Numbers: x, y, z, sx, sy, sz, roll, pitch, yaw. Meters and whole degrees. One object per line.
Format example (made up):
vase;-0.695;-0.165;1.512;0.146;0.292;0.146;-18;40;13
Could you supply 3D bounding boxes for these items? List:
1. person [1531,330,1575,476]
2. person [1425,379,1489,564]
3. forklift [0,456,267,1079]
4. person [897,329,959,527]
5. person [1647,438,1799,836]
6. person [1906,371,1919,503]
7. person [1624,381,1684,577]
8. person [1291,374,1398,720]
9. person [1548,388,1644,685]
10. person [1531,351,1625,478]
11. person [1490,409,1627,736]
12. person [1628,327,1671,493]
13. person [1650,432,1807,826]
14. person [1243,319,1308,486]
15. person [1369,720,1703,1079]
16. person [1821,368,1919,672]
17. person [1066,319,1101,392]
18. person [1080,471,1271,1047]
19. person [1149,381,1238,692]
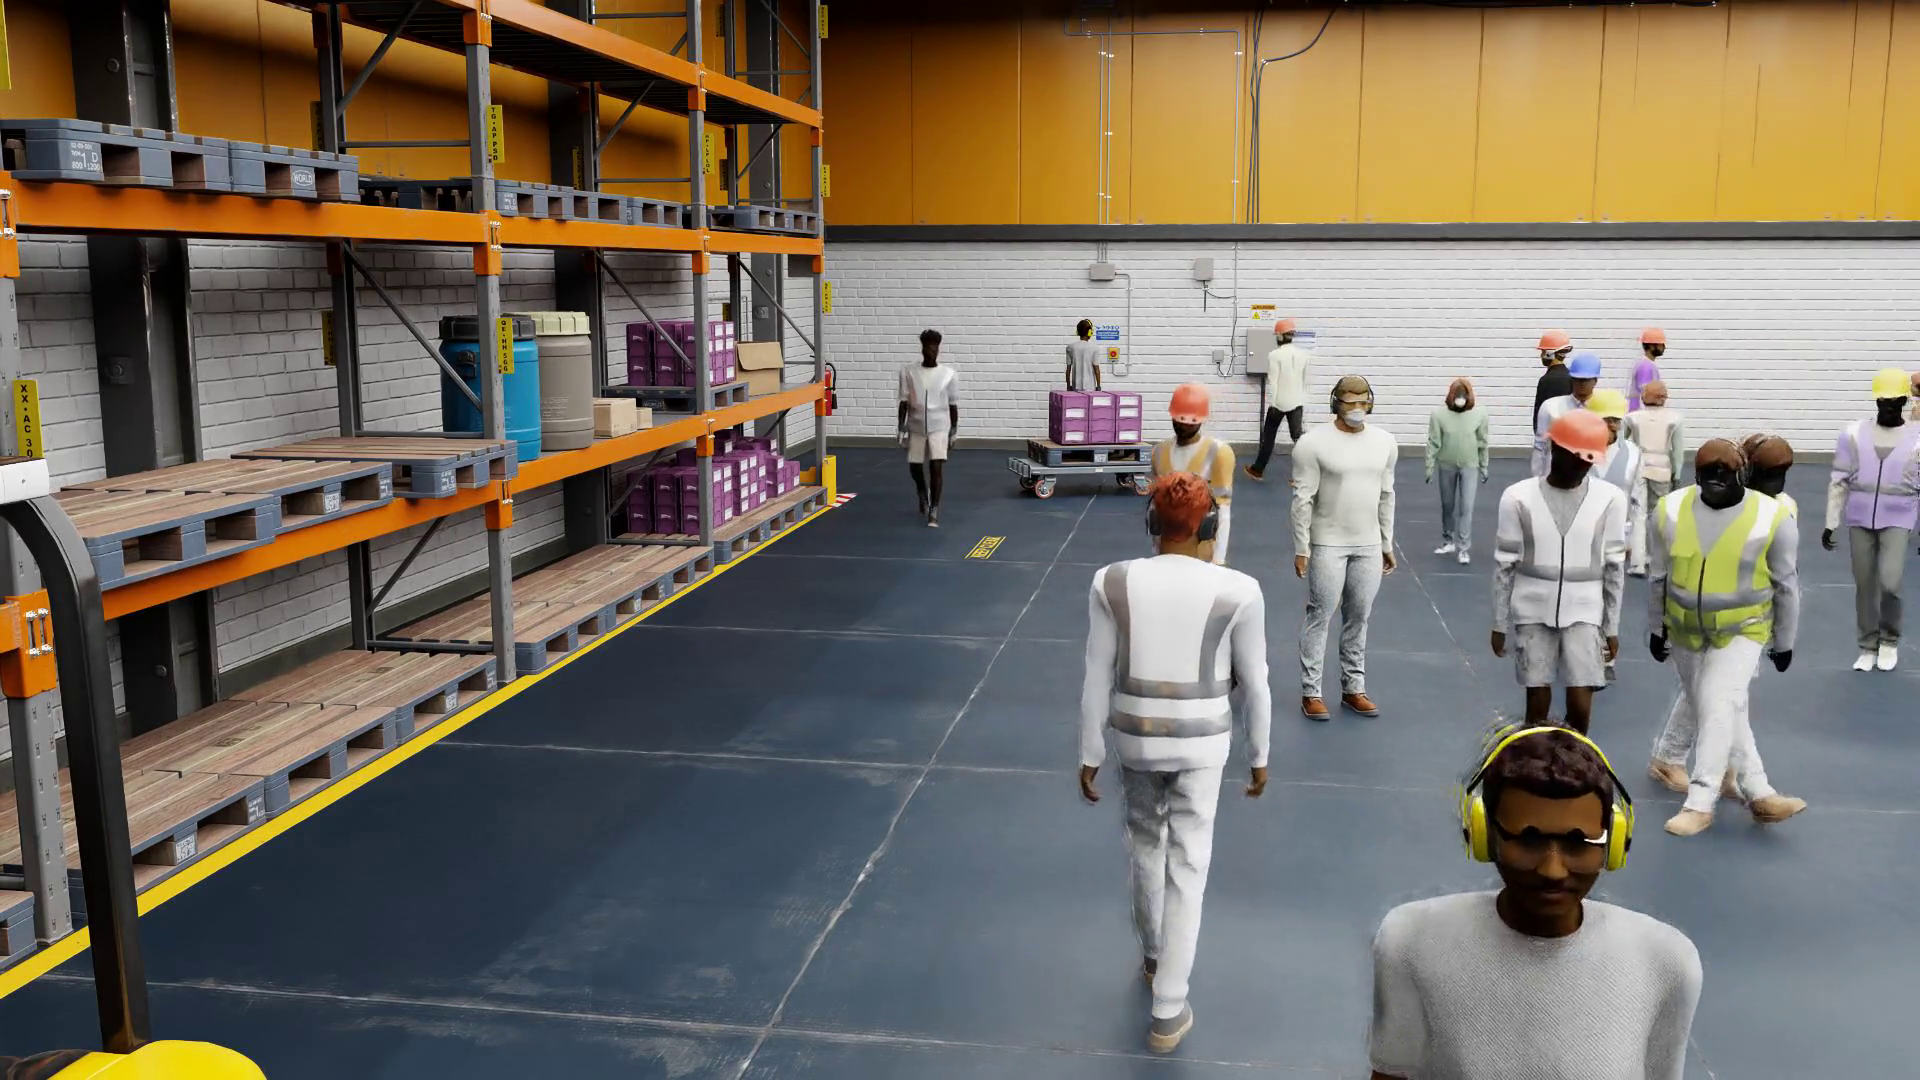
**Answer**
person;5.171;-0.836;14.545;0.395;1.993;0.614;9;13;43
person;4.324;-0.615;14.470;0.524;1.592;0.743;3;10;18
forklift;-2.328;0.975;2.765;2.313;2.155;1.214;1;9;9
person;-0.306;-1.128;16.487;0.610;1.943;0.744;1;9;6
person;3.507;0.397;7.626;0.946;1.788;0.627;-9;13;-44
person;8.707;-0.716;14.987;0.820;1.608;0.518;7;12;37
person;5.691;-0.522;13.799;0.537;1.587;0.858;3;10;19
person;2.155;0.039;9.321;0.638;1.936;0.356;-3;10;-16
person;3.921;-0.058;10.355;0.590;1.803;0.818;2;9;10
person;4.412;-0.380;11.901;0.631;1.936;0.430;4;10;22
person;2.669;0.358;7.463;0.567;1.903;0.411;3;10;18
person;7.424;-1.385;18.230;0.946;1.909;0.561;5;10;28
person;3.584;0.387;7.688;0.664;1.770;0.996;-4;10;-22
person;3.777;-1.610;19.483;0.654;1.933;1.037;-5;11;-29
person;0.900;1.159;2.744;0.539;1.845;0.881;2;10;15
person;5.715;-0.114;10.347;0.599;1.908;0.438;9;13;43
person;1.644;-1.976;21.959;0.511;1.872;0.329;5;10;28
person;0.746;0.685;5.605;0.602;1.848;0.865;3;10;18
person;1.322;0.042;9.430;0.548;1.907;0.690;7;12;37
